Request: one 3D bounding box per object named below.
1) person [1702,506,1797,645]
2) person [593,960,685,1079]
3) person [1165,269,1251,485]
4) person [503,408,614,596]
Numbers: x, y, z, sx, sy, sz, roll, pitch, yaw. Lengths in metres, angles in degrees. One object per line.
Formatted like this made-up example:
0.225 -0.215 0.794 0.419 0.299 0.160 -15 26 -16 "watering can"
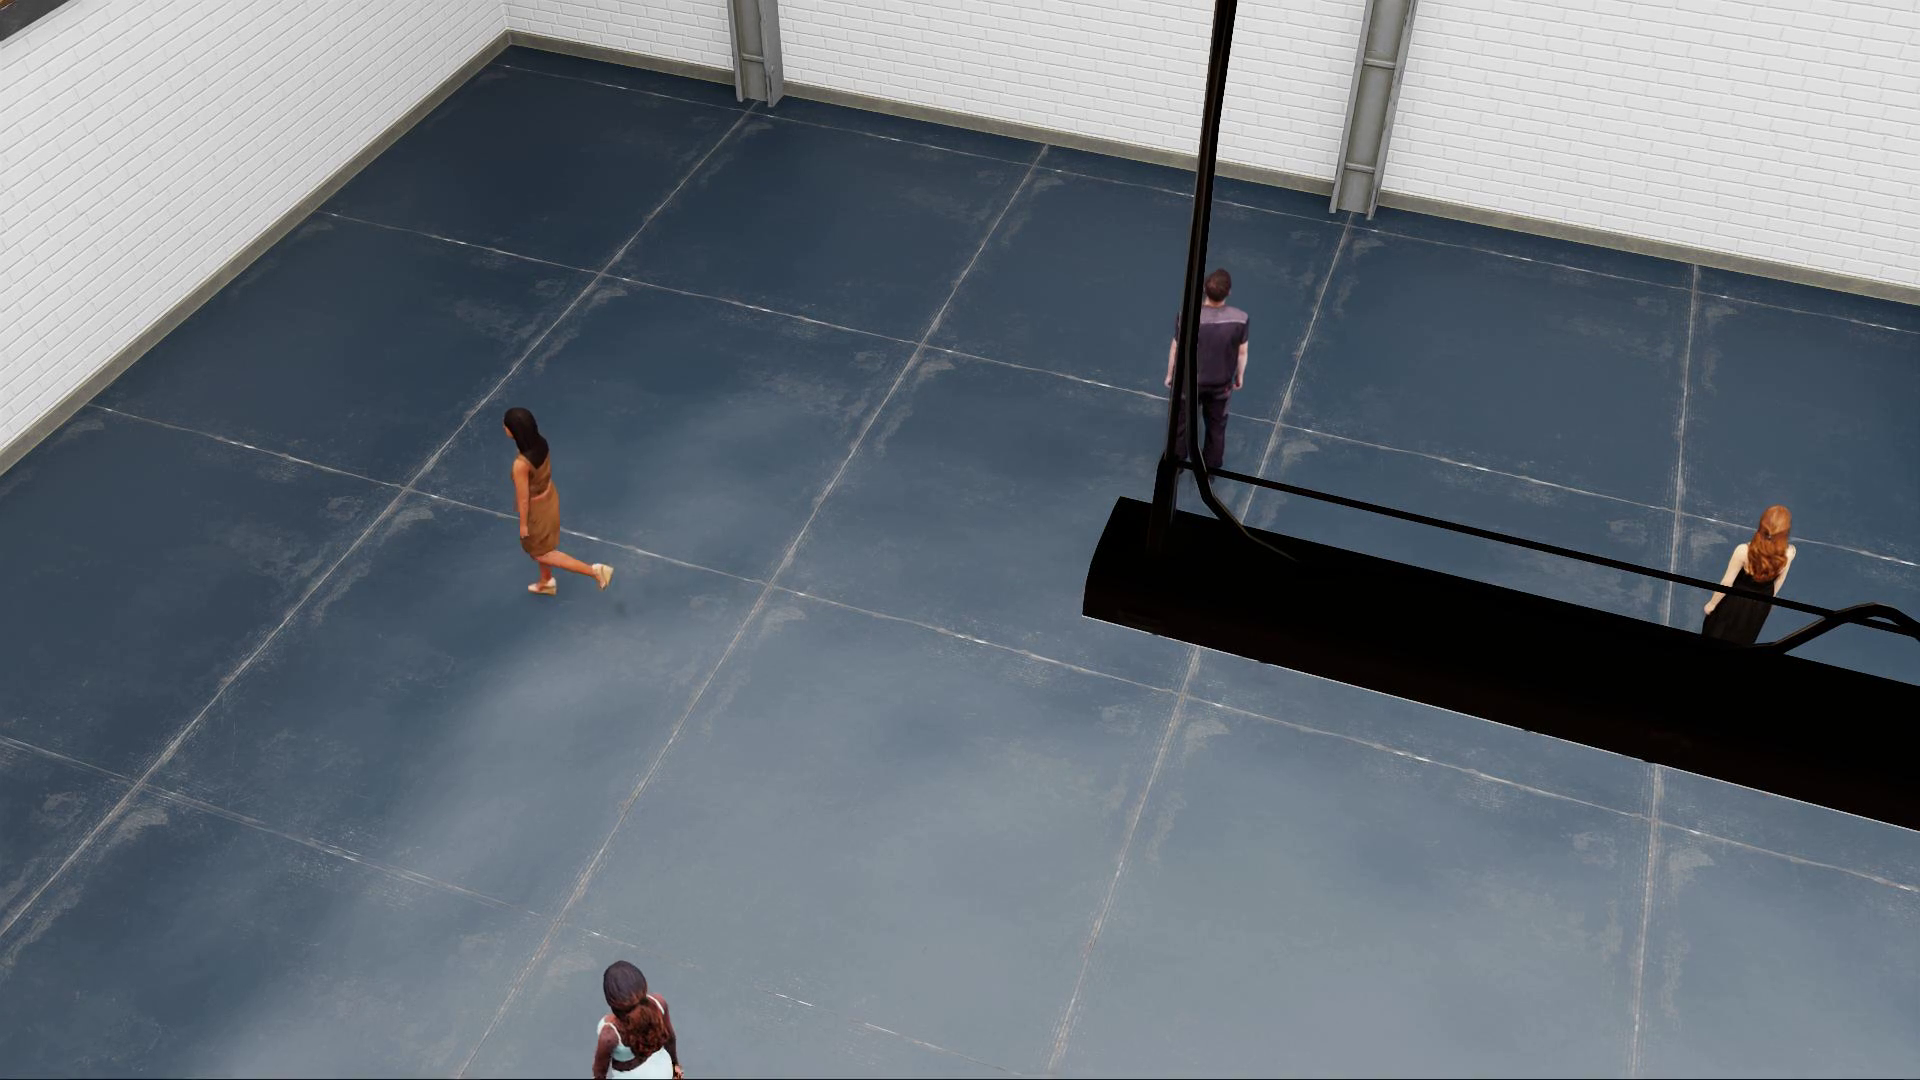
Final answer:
4.934 0.418 10.485 0.617 1.626 0.709 -2 44 -3 "person"
-1.480 2.679 8.061 1.135 1.695 0.829 30 51 28 "person"
1.754 -1.149 11.968 0.668 1.849 0.854 1 44 1 "person"
-2.736 -0.184 11.083 0.955 1.672 0.753 1 44 1 "person"
